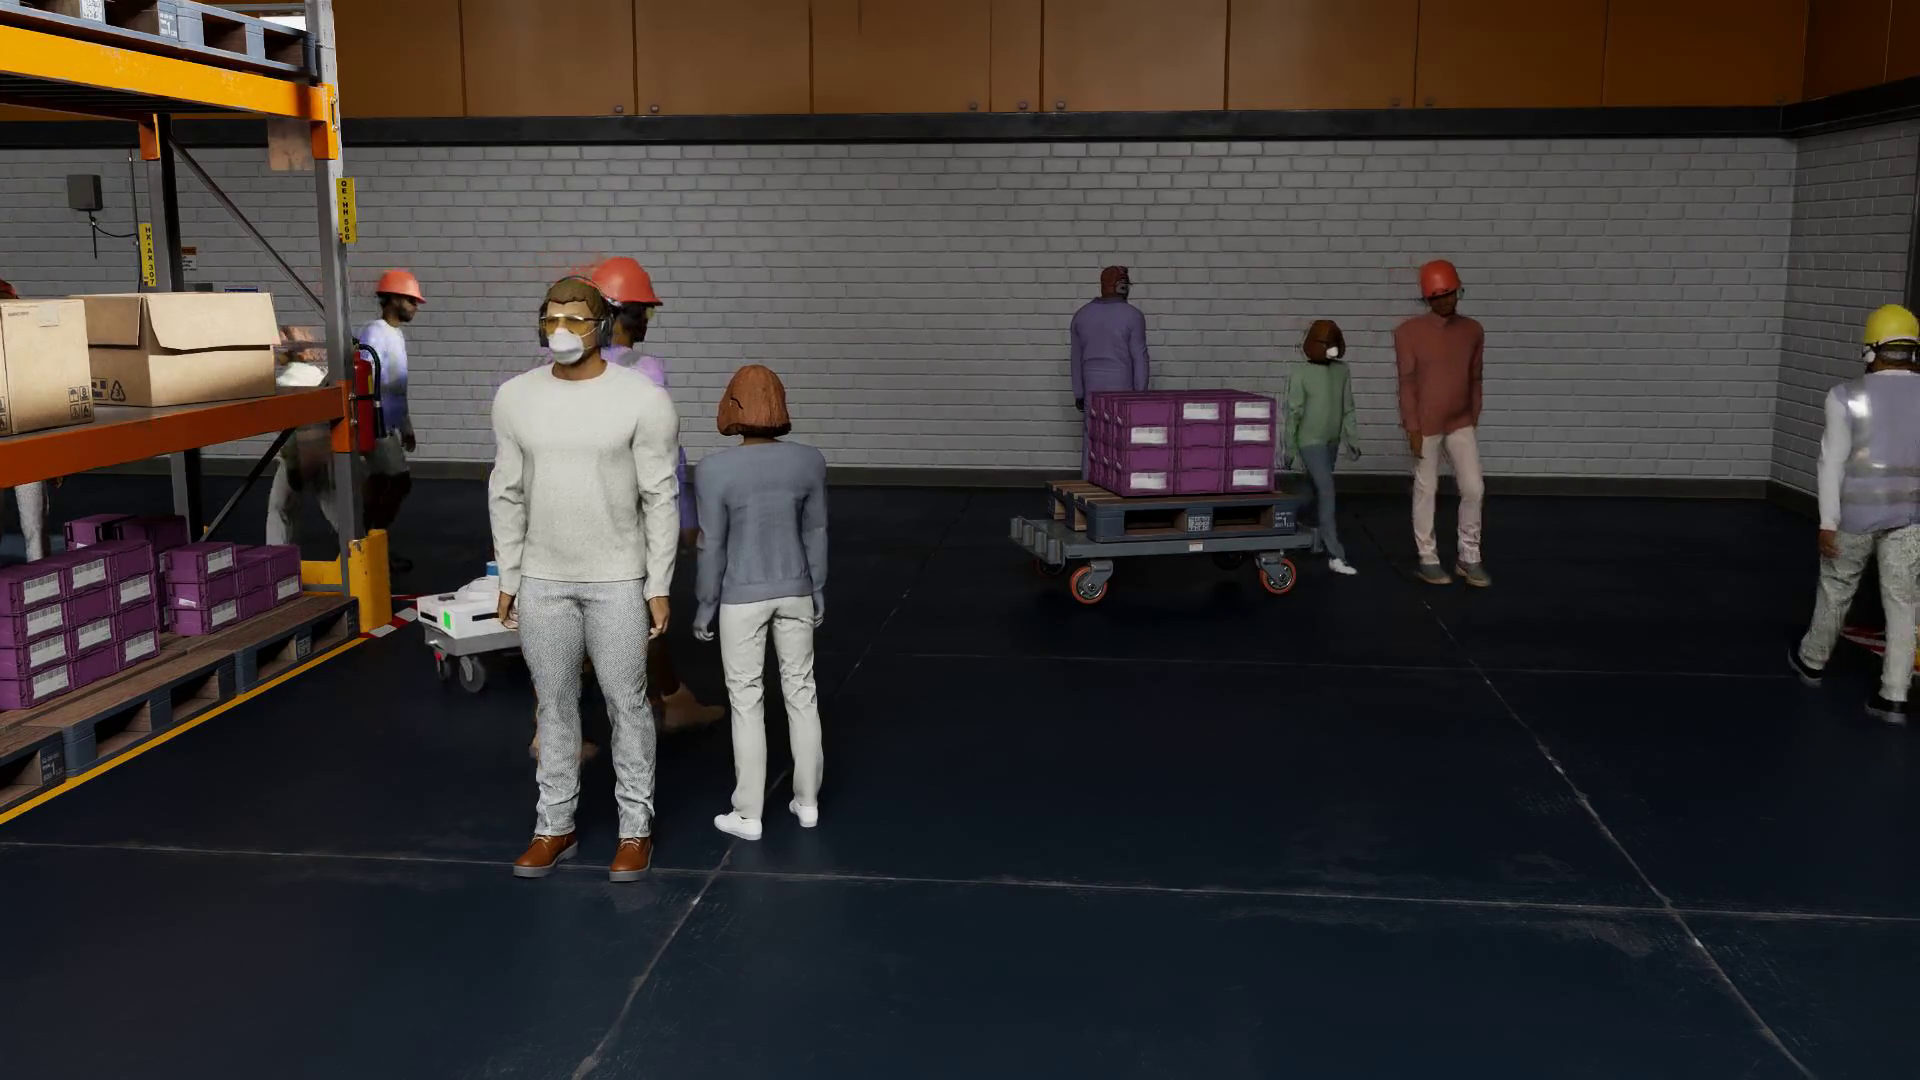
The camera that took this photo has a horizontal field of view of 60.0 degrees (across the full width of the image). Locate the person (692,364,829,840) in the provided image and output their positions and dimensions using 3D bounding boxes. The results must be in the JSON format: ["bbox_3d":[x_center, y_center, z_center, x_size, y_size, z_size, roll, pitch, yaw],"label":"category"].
[{"bbox_3d":[-0.682,0.216,5.736,0.499,1.634,0.278,-6,12,-31],"label":"person"}]

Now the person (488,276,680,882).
[{"bbox_3d":[-1.204,0.133,5.341,0.629,1.940,0.372,1,10,8],"label":"person"}]

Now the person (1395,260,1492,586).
[{"bbox_3d":[2.876,-0.679,9.924,0.604,1.956,0.612,-2,10,-10],"label":"person"}]

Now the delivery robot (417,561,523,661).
[{"bbox_3d":[-2.172,0.341,7.840,0.707,0.478,0.477,-9,13,-41],"label":"delivery robot"}]

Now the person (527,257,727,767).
[{"bbox_3d":[-1.364,-0.113,6.626,1.002,2.008,0.610,-8,13,-39],"label":"person"}]

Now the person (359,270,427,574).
[{"bbox_3d":[-3.592,-0.724,10.370,0.600,1.889,0.567,-2,10,-11],"label":"person"}]

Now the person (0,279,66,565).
[{"bbox_3d":[-5.029,-0.434,8.783,0.568,1.878,0.352,-8,13,-40],"label":"person"}]

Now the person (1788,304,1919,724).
[{"bbox_3d":[4.048,-0.142,7.359,0.611,1.777,0.942,1,10,6],"label":"person"}]

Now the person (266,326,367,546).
[{"bbox_3d":[-3.835,-0.476,9.821,0.841,1.588,0.533,2,10,11],"label":"person"}]

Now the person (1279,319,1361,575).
[{"bbox_3d":[2.233,-0.613,10.593,0.532,1.596,0.784,-7,12,-35],"label":"person"}]

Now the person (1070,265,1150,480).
[{"bbox_3d":[1.158,-1.121,12.623,0.652,1.904,0.402,7,12,36],"label":"person"}]
